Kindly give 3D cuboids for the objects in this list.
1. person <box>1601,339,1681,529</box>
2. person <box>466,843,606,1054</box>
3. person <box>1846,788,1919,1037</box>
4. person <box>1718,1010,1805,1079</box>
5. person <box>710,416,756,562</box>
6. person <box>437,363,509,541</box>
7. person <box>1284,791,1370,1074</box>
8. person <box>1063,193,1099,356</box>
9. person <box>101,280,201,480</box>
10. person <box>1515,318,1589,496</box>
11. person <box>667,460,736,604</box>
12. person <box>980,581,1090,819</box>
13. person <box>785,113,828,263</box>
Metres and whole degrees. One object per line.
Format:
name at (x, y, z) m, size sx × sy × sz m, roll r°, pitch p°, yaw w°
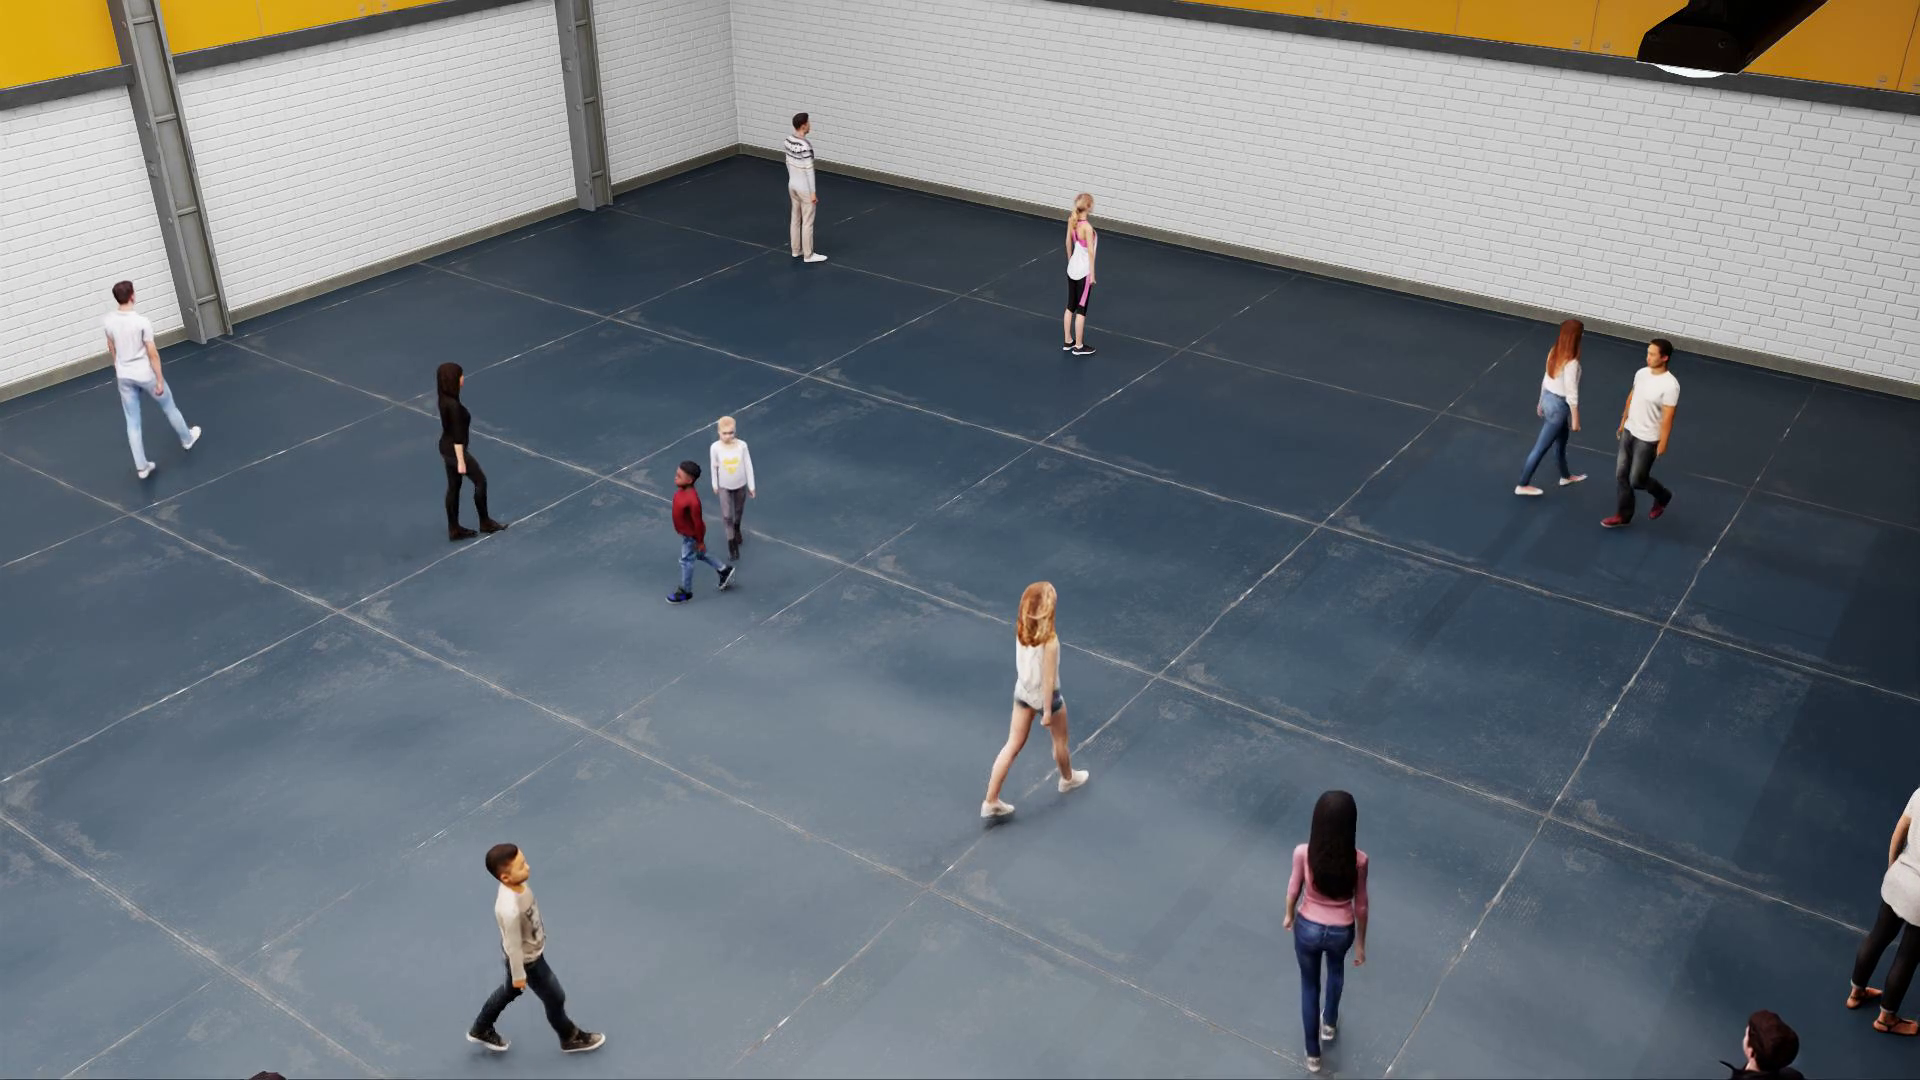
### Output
person at (6.031, -0.913, 14.484) m, size 0.991 × 1.781 × 0.903 m, roll -10°, pitch 30°, yaw -17°
person at (-2.441, 2.250, 9.036) m, size 1.027 × 1.446 × 0.956 m, roll -6°, pitch 29°, yaw -10°
person at (5.295, 1.942, 9.204) m, size 0.728 × 1.825 × 0.694 m, roll -8°, pitch 30°, yaw -14°
person at (3.410, 2.865, 7.407) m, size 0.742 × 1.925 × 0.855 m, roll -11°, pitch 30°, yaw -19°
person at (-1.953, -0.493, 14.273) m, size 0.874 × 1.245 × 0.900 m, roll -7°, pitch 29°, yaw -13°
person at (-4.406, -0.729, 14.306) m, size 0.841 × 1.628 × 0.749 m, roll -18°, pitch 33°, yaw -29°
person at (1.946, 2.154, 8.916) m, size 0.749 × 1.729 × 0.830 m, roll 6°, pitch 29°, yaw 11°
person at (1.302, -2.910, 18.140) m, size 0.662 × 1.786 × 0.686 m, roll -16°, pitch 33°, yaw -27°
person at (-7.666, -1.448, 15.437) m, size 1.080 × 1.808 × 1.224 m, roll -1°, pitch 29°, yaw -2°
person at (5.302, -1.176, 15.046) m, size 0.989 × 1.705 × 0.982 m, roll -2°, pitch 29°, yaw -3°
person at (-2.126, -0.095, 13.542) m, size 0.893 × 1.246 × 0.780 m, roll -9°, pitch 30°, yaw -17°
person at (0.415, 1.088, 10.887) m, size 1.189 × 1.713 × 0.837 m, roll -19°, pitch 34°, yaw -31°
person at (-1.979, -4.426, 20.840) m, size 0.681 × 1.861 × 0.749 m, roll -20°, pitch 34°, yaw -32°
